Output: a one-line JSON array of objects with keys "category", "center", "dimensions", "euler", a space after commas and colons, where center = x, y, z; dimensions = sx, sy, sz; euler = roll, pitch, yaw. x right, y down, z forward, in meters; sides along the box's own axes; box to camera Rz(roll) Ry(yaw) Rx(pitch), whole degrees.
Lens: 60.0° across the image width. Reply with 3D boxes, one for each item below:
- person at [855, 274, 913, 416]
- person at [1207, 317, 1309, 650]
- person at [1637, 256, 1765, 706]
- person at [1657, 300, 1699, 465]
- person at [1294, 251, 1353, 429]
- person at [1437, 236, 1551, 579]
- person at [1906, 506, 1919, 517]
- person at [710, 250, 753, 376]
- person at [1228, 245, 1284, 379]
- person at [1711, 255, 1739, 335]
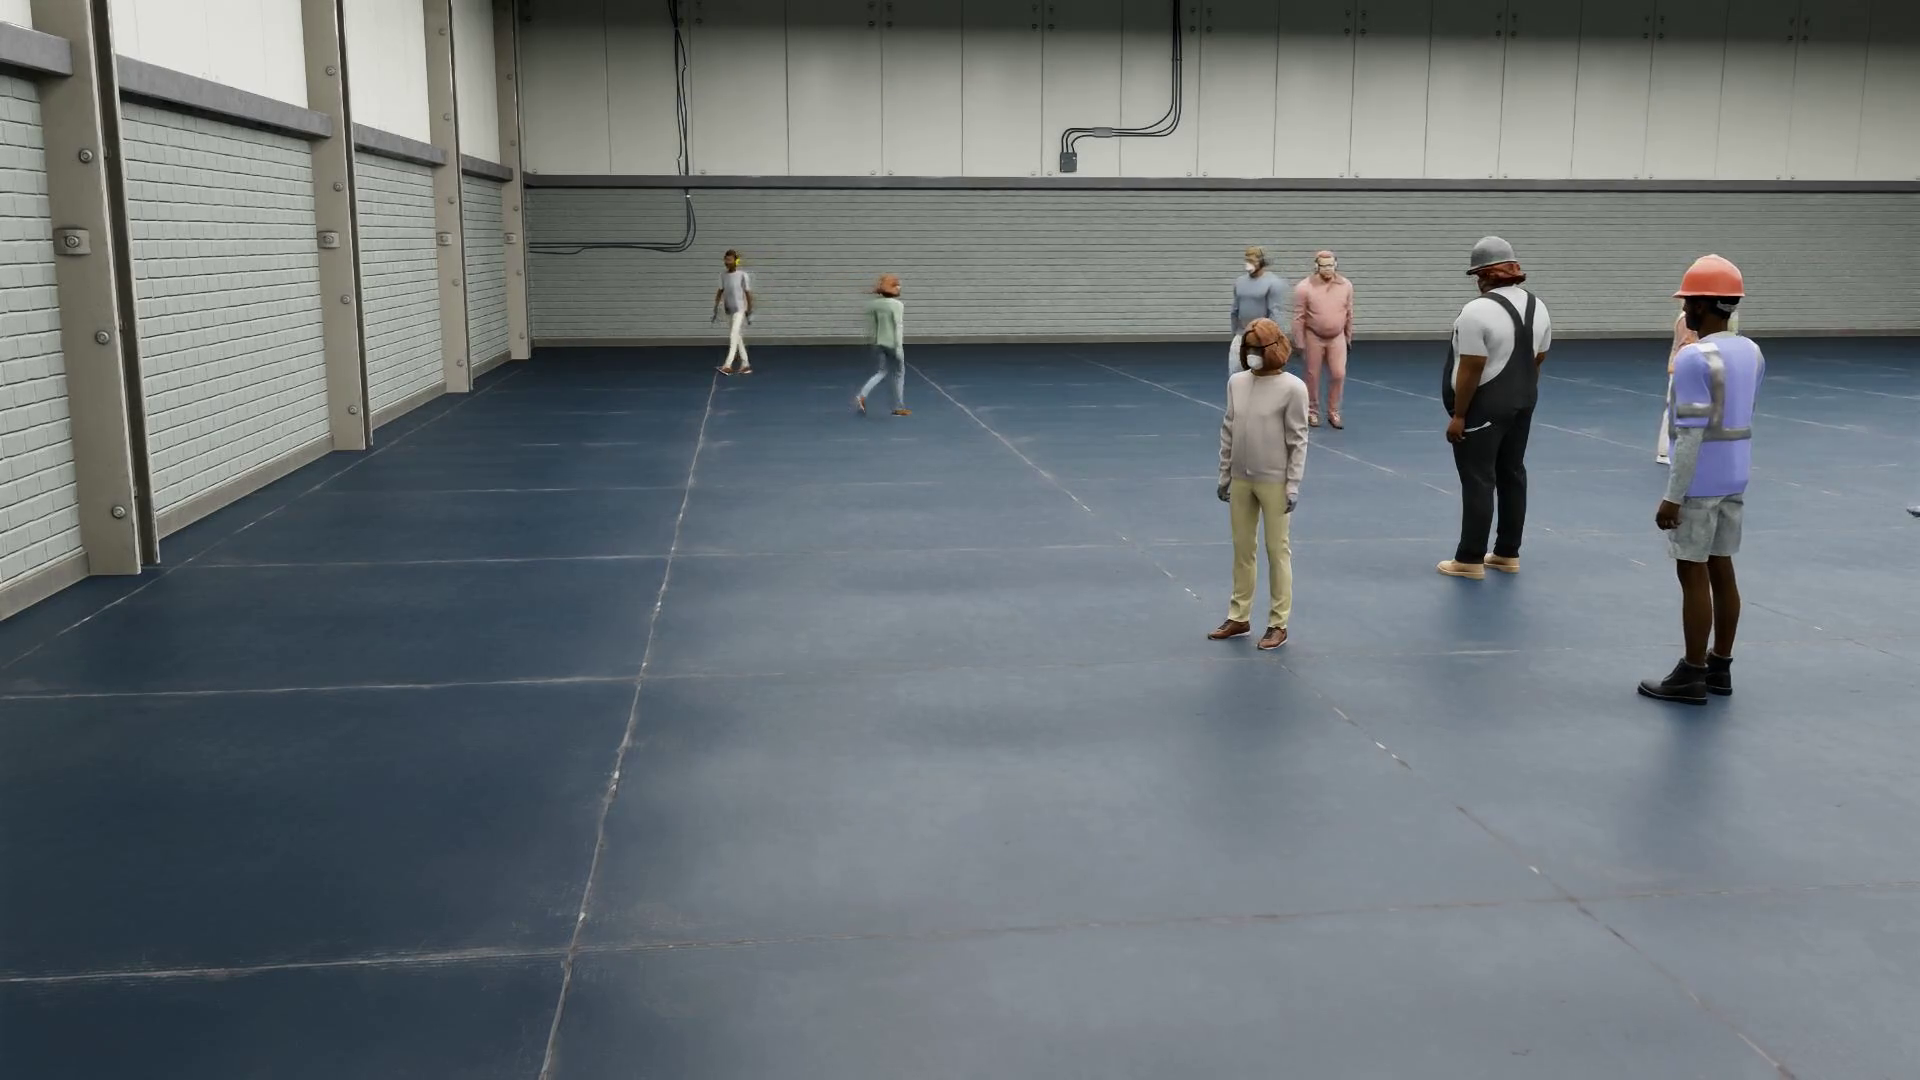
[{"category": "person", "center": [-0.849, -2.175, 18.680], "dimensions": [0.673, 1.614, 0.503], "euler": [-9, 14, -40]}, {"category": "person", "center": [1.483, -0.281, 8.231], "dimensions": [0.287, 1.633, 0.497], "euler": [-9, 14, -42]}, {"category": "person", "center": [3.214, -0.251, 7.232], "dimensions": [0.547, 1.938, 0.379], "euler": [-7, 13, -36]}, {"category": "person", "center": [6.474, -1.475, 14.807], "dimensions": [0.322, 1.627, 0.528], "euler": [8, 13, 39]}, {"category": "person", "center": [3.852, -2.107, 17.590], "dimensions": [0.660, 1.868, 0.751], "euler": [0, 10, -3]}, {"category": "person", "center": [3.133, -0.796, 9.936], "dimensions": [0.677, 2.000, 0.536], "euler": [-7, 12, -32]}, {"category": "person", "center": [7.350, -0.989, 11.694], "dimensions": [0.989, 1.794, 0.589], "euler": [8, 13, 36]}, {"category": "person", "center": [-3.337, -3.307, 24.314], "dimensions": [0.495, 1.821, 1.008], "euler": [6, 12, 31]}, {"category": "person", "center": [3.037, -2.075, 17.240], "dimensions": [0.424, 1.932, 0.651], "euler": [-9, 14, -41]}, {"category": "person", "center": [9.235, -2.579, 20.390], "dimensions": [0.846, 1.796, 0.607], "euler": [-8, 13, -37]}]
